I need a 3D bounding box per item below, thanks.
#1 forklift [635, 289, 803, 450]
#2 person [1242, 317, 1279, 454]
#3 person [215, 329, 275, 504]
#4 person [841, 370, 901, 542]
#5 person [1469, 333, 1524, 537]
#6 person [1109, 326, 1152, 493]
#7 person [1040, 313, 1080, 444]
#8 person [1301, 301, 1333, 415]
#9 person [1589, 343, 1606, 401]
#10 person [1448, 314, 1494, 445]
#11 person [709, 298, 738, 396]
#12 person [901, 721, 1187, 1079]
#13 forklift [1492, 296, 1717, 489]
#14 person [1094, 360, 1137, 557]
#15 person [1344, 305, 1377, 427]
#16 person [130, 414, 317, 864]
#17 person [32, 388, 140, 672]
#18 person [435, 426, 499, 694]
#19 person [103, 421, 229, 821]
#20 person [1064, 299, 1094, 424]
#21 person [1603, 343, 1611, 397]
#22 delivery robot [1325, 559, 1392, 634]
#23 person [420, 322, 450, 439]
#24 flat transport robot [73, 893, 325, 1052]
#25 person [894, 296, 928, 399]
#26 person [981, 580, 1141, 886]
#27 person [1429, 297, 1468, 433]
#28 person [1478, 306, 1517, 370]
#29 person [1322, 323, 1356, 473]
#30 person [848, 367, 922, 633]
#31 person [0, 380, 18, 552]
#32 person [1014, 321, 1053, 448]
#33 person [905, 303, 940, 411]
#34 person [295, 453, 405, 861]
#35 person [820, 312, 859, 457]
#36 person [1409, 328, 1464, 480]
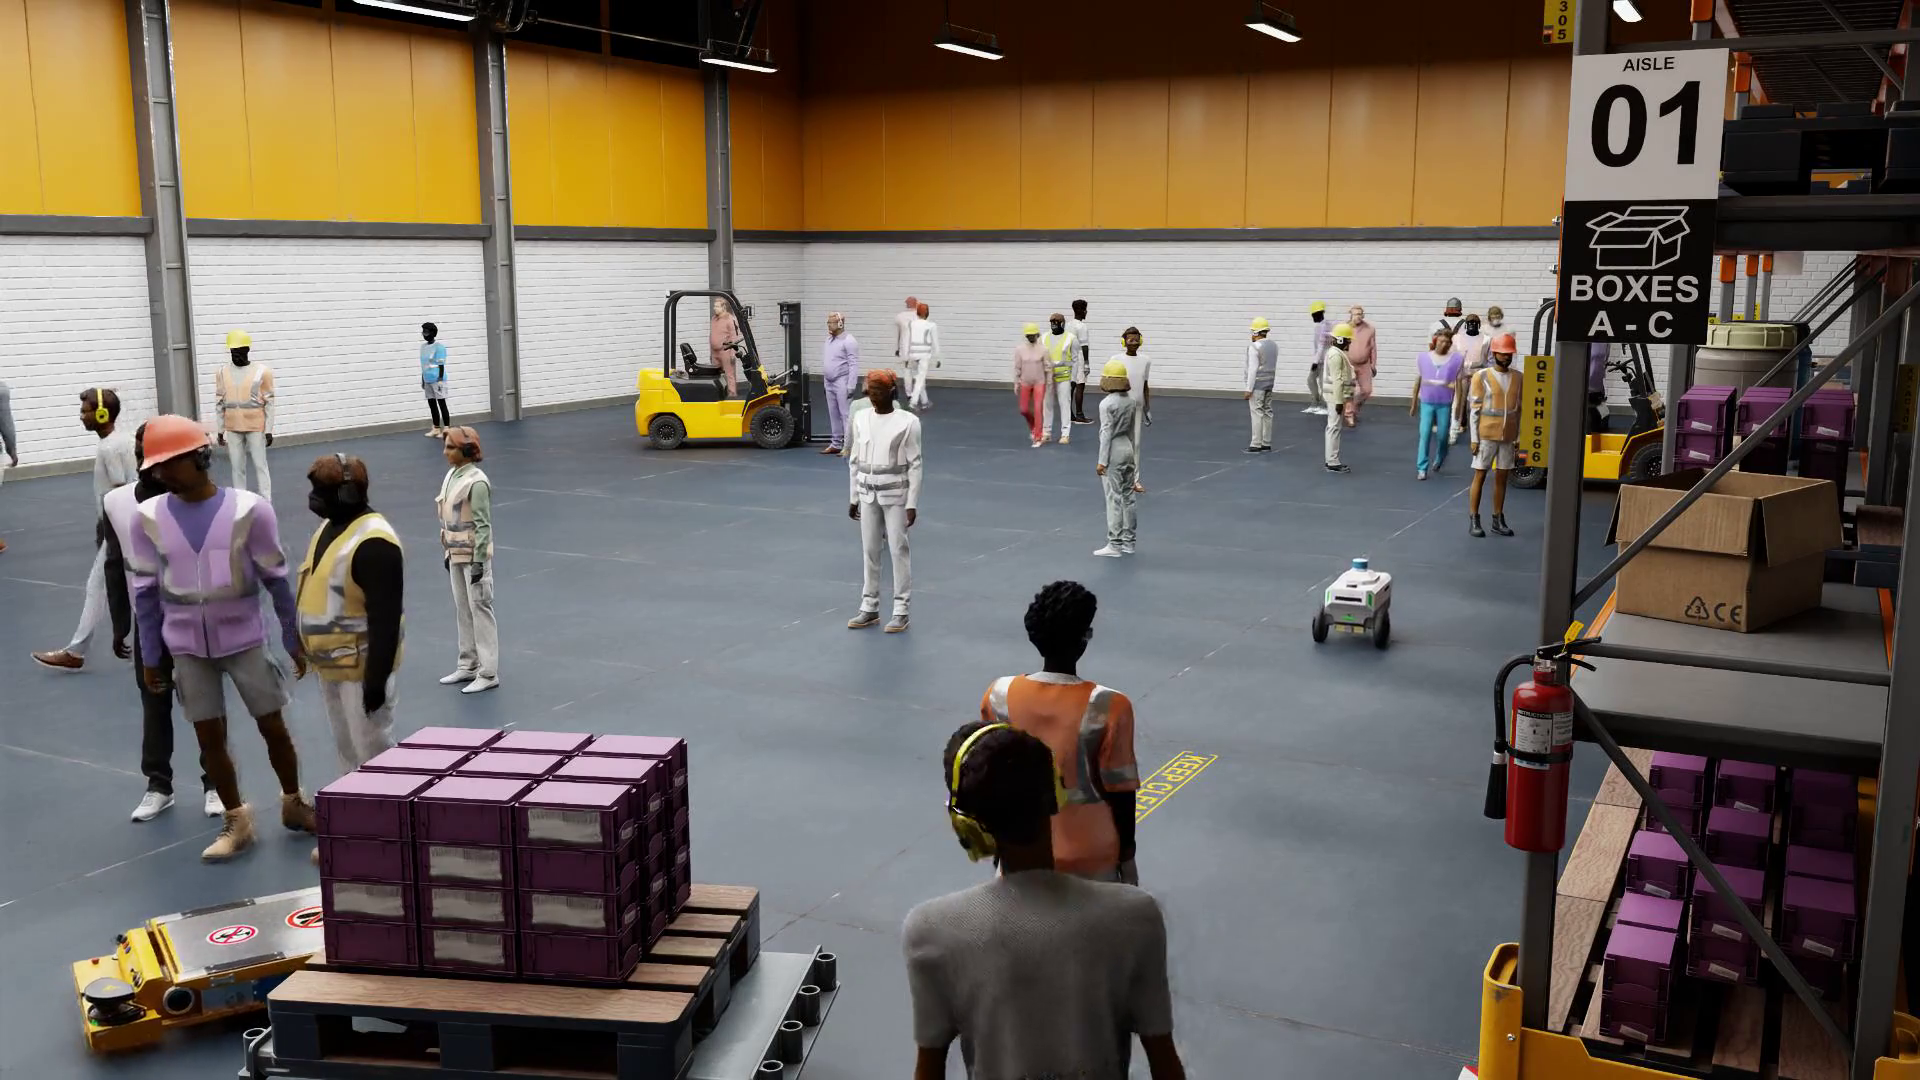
[{"bbox_3d":[-3.358,-2.392,23.136,2.313,2.155,1.214,-1,10,-5],"label":"forklift"},{"bbox_3d":[4.009,-2.069,22.304,0.404,1.835,0.586,9,14,43],"label":"person"},{"bbox_3d":[-7.156,-1.139,16.654,0.587,1.928,0.362,0,10,0],"label":"person"},{"bbox_3d":[-0.831,-0.806,15.682,0.517,1.586,0.842,-4,11,-24],"label":"person"},{"bbox_3d":[5.102,-0.992,15.770,0.547,1.939,0.376,-2,10,-9],"label":"person"},{"bbox_3d":[1.905,-1.448,18.639,0.518,1.862,0.326,-3,10,-15],"label":"person"},{"bbox_3d":[1.364,-2.277,23.493,0.622,1.844,0.429,5,11,27],"label":"person"},{"bbox_3d":[5.921,-3.017,27.609,0.611,1.893,0.614,1,10,5],"label":"person"},{"bbox_3d":[7.816,-1.843,20.696,0.631,1.940,0.372,-7,12,-37],"label":"person"},{"bbox_3d":[7.125,-2.237,23.256,0.621,1.845,0.429,3,10,19],"label":"person"},{"bbox_3d":[-4.162,-3.266,29.031,0.651,1.906,0.403,8,13,39],"label":"person"},{"bbox_3d":[0.209,1.251,3.139,0.661,1.819,0.385,1,10,5],"label":"person"},{"bbox_3d":[7.296,-1.677,18.993,2.313,2.155,1.214,5,11,27],"label":"forklift"},{"bbox_3d":[1.373,-0.724,14.778,0.313,1.744,0.487,8,13,39],"label":"person"},{"bbox_3d":[6.124,-2.692,25.750,0.673,1.891,0.463,-1,10,-7],"label":"person"},{"bbox_3d":[-3.215,0.433,7.349,0.762,2.000,0.545,-2,10,-11],"label":"person"},{"bbox_3d":[-5.508,-0.056,10.698,0.947,1.815,0.581,-3,10,-16],"label":"person"},{"bbox_3d":[-3.028,0.114,10.232,0.307,1.641,0.513,-8,13,-39],"label":"person"},{"bbox_3d":[-3.733,0.374,7.928,0.590,1.916,0.389,-2,10,-10],"label":"person"},{"bbox_3d":[1.859,-2.804,26.182,0.364,1.965,0.610,-5,11,-29],"label":"person"},{"bbox_3d":[10.354,-2.962,27.180,0.544,1.937,0.358,-3,10,-15],"label":"person"},{"bbox_3d":[2.777,0.376,11.580,0.477,0.478,0.707,4,11,24],"label":"delivery robot"},{"bbox_3d":[-7.641,-2.315,24.142,0.534,1.691,0.320,8,12,37],"label":"person"},{"bbox_3d":[-2.450,1.502,6.151,1.431,0.197,0.652,-6,12,-32],"label":"flat transport robot"},{"bbox_3d":[-0.872,-3.554,30.735,0.678,1.884,0.738,1,10,7],"label":"person"},{"bbox_3d":[0.313,0.963,5.144,0.531,1.699,0.320,5,11,27],"label":"person"},{"bbox_3d":[7.389,-2.634,24.979,0.681,2.000,0.537,3,10,19],"label":"person"},{"bbox_3d":[8.088,-2.606,25.237,0.673,1.905,0.622,0,10,-2],"label":"person"},{"bbox_3d":[4.654,-1.742,20.431,0.404,1.829,0.588,2,10,9],"label":"person"},{"bbox_3d":[-0.544,-0.285,11.829,0.572,1.887,0.354,6,11,29],"label":"person"},{"bbox_3d":[-8.614,-0.746,14.504,0.616,1.897,0.889,-1,10,-6],"label":"person"},{"bbox_3d":[1.042,-2.168,23.116,0.558,1.747,0.536,4,10,19],"label":"person"},{"bbox_3d":[-0.673,-3.121,28.418,0.591,1.839,0.984,5,11,25],"label":"person"},{"bbox_3d":[-2.625,0.540,7.181,0.429,1.842,0.631,-8,13,-40],"label":"person"},{"bbox_3d":[-1.623,-2.061,22.051,0.401,1.906,0.649,-8,12,-38],"label":"person"},{"bbox_3d":[5.698,-1.637,19.888,0.603,1.815,0.717,4,10,20],"label":"person"}]
